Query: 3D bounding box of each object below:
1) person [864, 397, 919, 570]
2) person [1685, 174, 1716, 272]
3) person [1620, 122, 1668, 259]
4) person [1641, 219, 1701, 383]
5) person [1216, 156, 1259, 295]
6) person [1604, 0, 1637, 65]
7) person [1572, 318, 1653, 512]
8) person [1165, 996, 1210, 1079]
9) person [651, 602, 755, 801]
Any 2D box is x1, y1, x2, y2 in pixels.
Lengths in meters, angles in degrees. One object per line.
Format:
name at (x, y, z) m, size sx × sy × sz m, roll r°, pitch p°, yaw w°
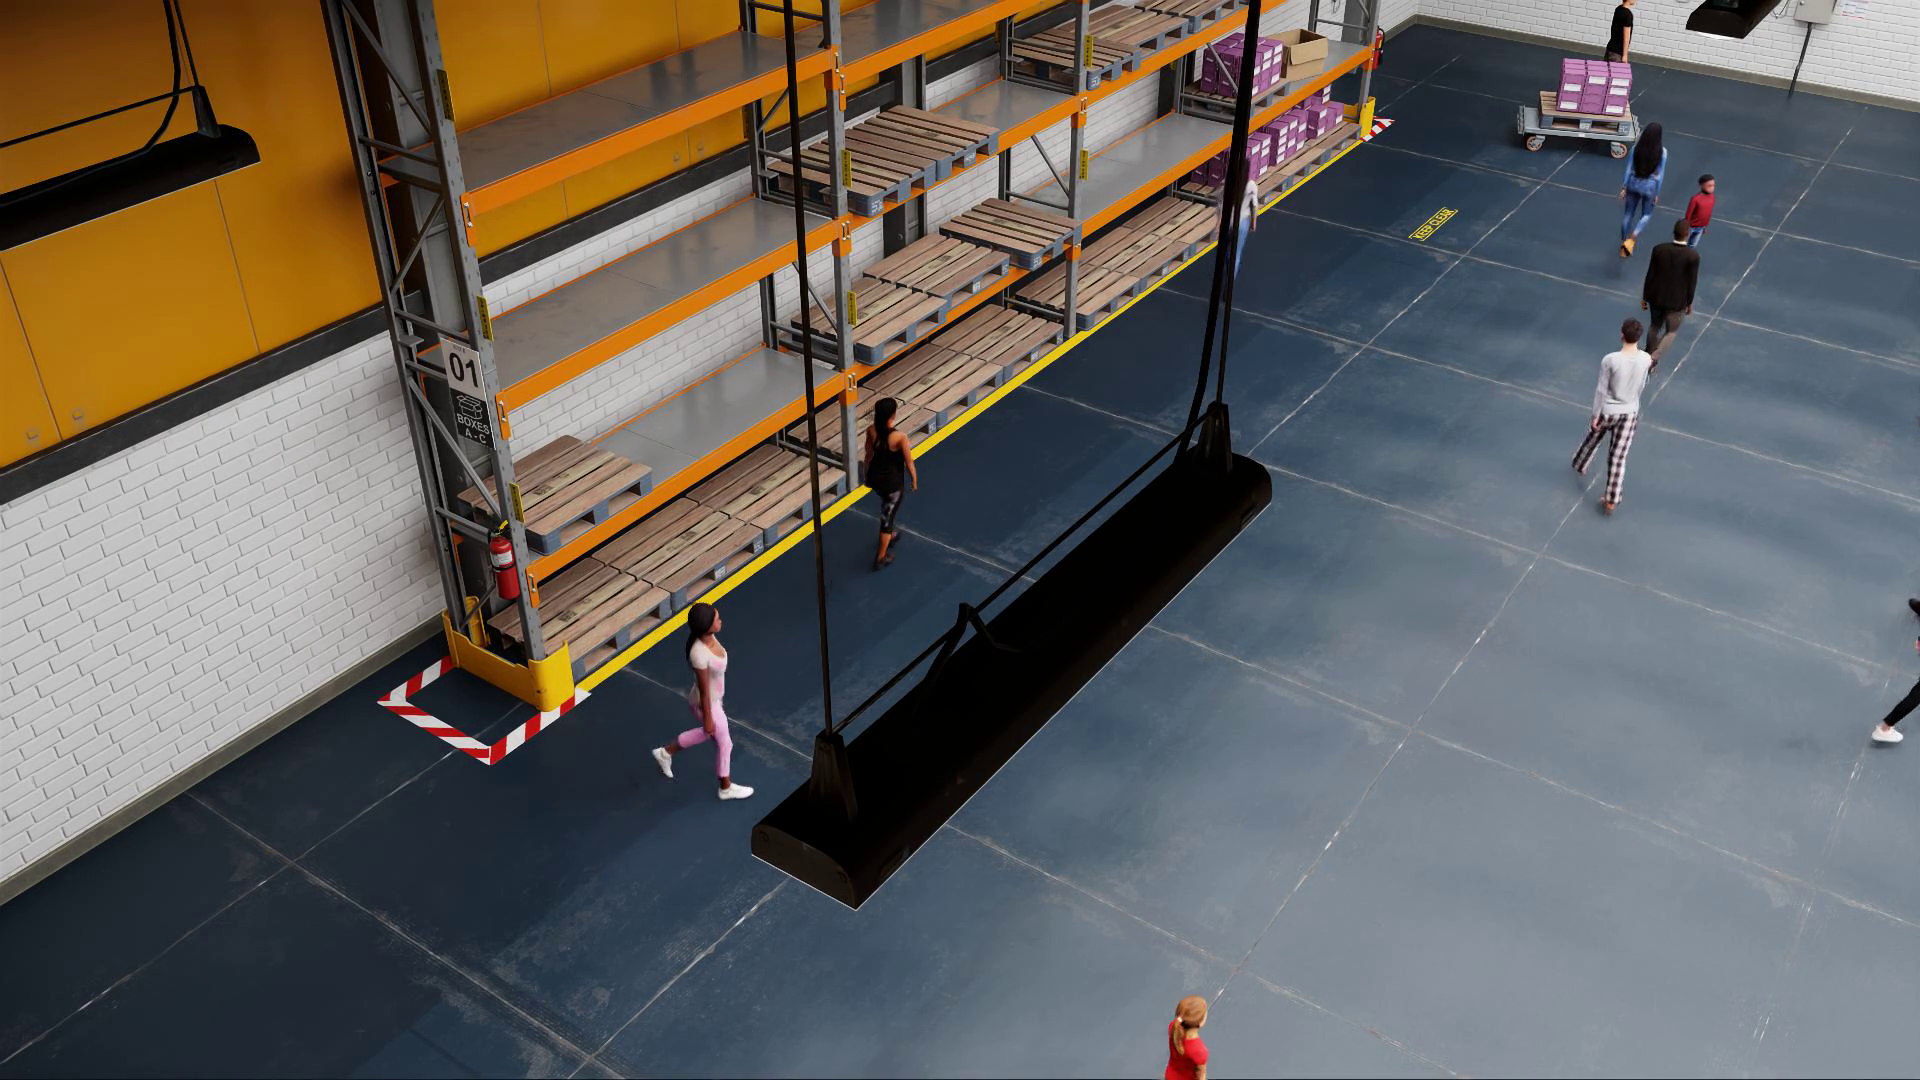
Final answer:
person at (-0.688, -0.485, 14.605) m, size 0.629 × 1.647 × 0.798 m, roll 19°, pitch 38°, yaw 26°
person at (8.797, -3.791, 19.937) m, size 0.573 × 1.250 × 0.650 m, roll -10°, pitch 35°, yaw -15°
person at (8.220, -4.182, 20.120) m, size 0.604 × 1.700 × 0.724 m, roll 21°, pitch 39°, yaw 28°
person at (7.430, -2.495, 17.504) m, size 0.727 × 1.786 × 1.014 m, roll 25°, pitch 41°, yaw 32°
person at (3.205, -3.638, 19.399) m, size 0.824 × 1.592 × 1.131 m, roll 11°, pitch 35°, yaw 16°
person at (9.715, -7.257, 24.600) m, size 0.830 × 1.861 × 0.739 m, roll -2°, pitch 34°, yaw -3°
person at (6.127, -1.129, 15.440) m, size 1.030 × 1.796 × 1.261 m, roll 2°, pitch 34°, yaw 4°
person at (1.246, 3.119, 9.492) m, size 0.658 × 1.305 × 0.602 m, roll -19°, pitch 38°, yaw -26°
person at (-1.919, 1.185, 12.028) m, size 1.025 × 1.719 × 1.019 m, roll 1°, pitch 34°, yaw 1°
